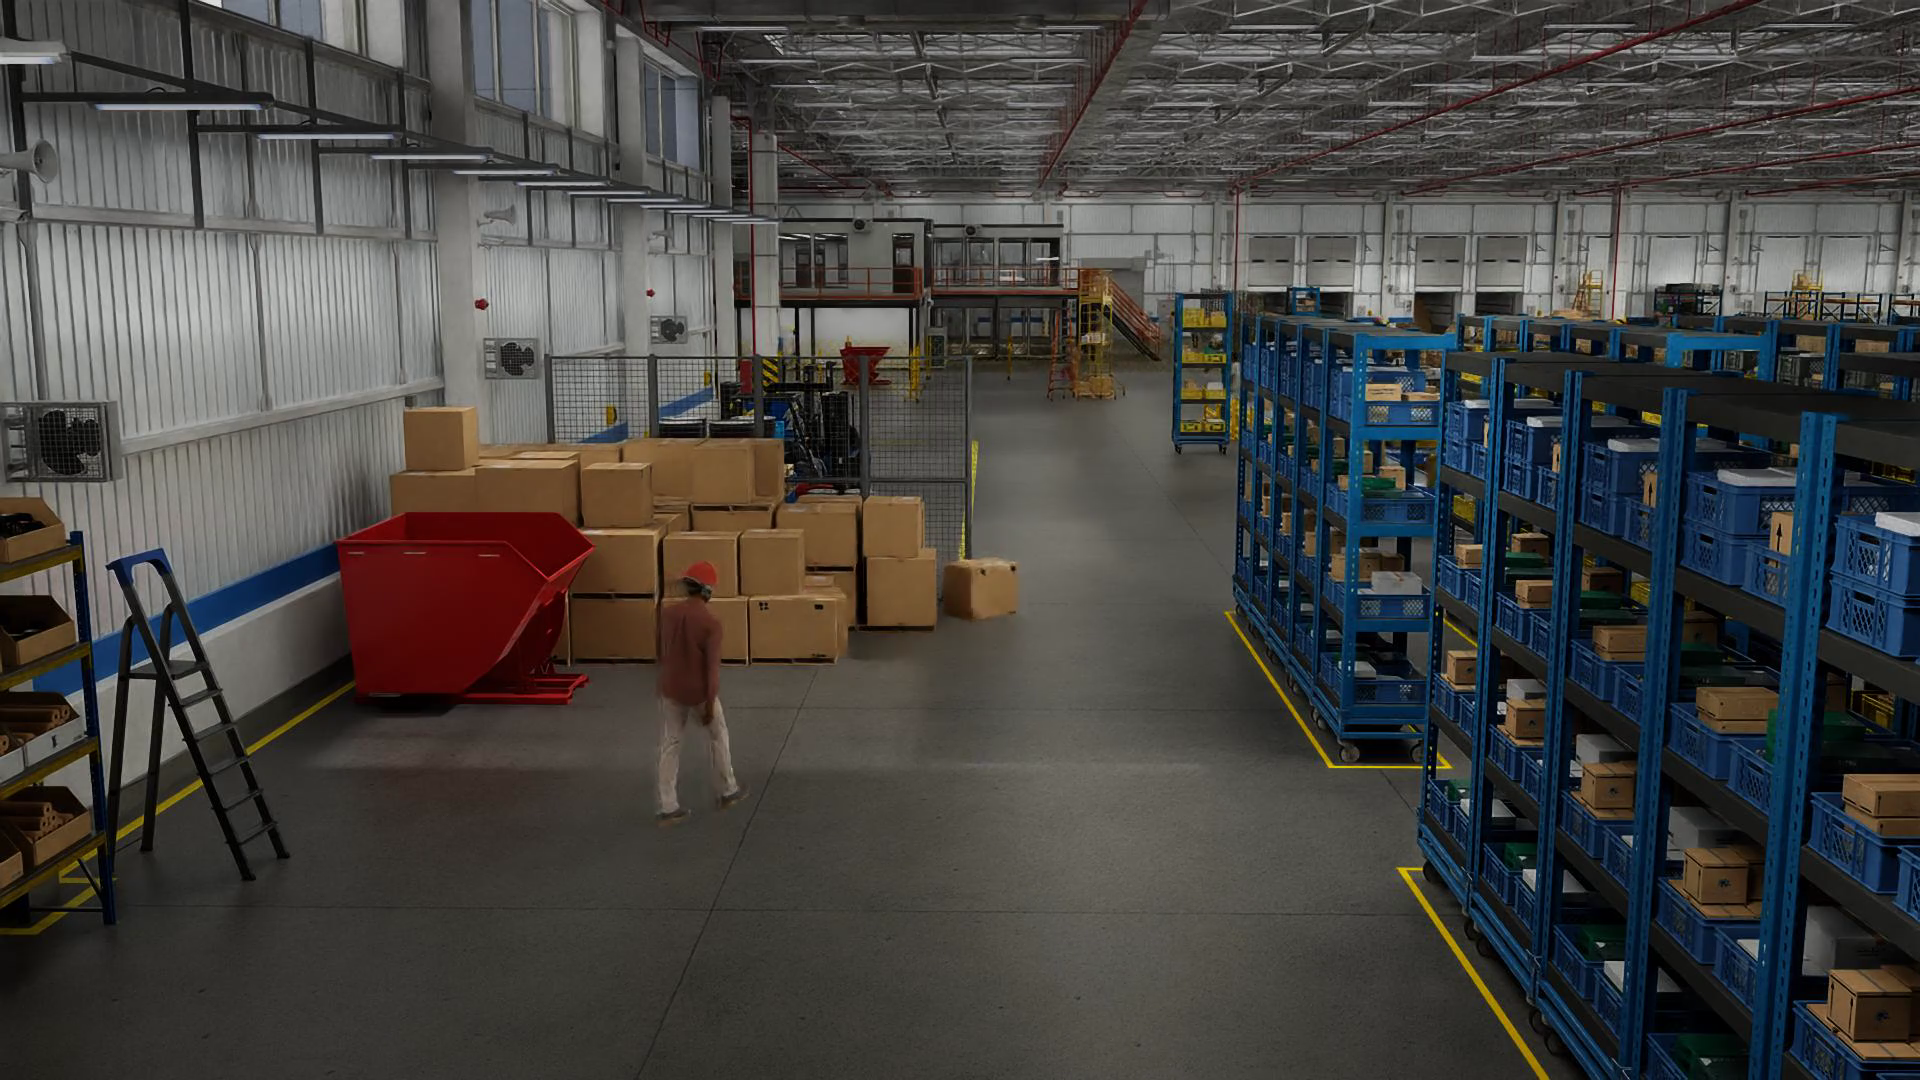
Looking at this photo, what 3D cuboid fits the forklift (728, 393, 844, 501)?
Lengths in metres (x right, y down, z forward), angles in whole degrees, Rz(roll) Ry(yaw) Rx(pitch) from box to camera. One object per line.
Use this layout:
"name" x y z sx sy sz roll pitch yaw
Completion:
"forklift" -2.979 -1.316 26.476 2.680 1.987 1.157 0 9 1

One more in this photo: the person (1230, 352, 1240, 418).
"person" 7.673 -4.316 46.335 0.450 1.855 0.556 8 12 42

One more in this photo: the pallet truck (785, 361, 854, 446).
"pallet truck" -3.410 -3.193 38.978 1.885 1.965 0.823 0 9 -1

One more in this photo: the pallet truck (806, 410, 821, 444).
"pallet truck" -3.559 -2.018 33.905 1.522 1.261 0.704 0 9 -1

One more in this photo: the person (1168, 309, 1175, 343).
"person" 12.066 -12.165 94.613 0.417 1.911 0.595 0 9 0

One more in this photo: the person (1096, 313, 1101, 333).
"person" 7.697 -11.924 93.639 0.747 1.741 0.528 -7 12 -37

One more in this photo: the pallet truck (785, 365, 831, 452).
"pallet truck" -3.774 -2.976 37.635 1.885 1.965 0.823 1 9 5

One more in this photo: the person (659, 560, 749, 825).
"person" -1.971 1.120 12.543 0.616 1.938 0.962 5 10 26

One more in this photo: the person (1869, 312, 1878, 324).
"person" 50.147 -11.593 91.207 0.736 1.867 0.589 -7 11 -36

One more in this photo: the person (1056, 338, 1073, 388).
"person" 3.654 -6.168 58.111 0.722 1.741 0.543 2 10 15

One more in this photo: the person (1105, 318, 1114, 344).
"person" 8.331 -11.798 92.611 0.598 1.828 0.631 -6 11 -32

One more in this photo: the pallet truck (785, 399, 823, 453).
"pallet truck" -3.814 -2.432 36.419 1.630 1.274 0.653 0 9 1

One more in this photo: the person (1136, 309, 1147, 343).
"person" 9.888 -11.581 90.725 0.619 1.994 0.381 1 9 5

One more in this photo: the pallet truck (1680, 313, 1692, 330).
"pallet truck" 36.315 -10.531 84.244 0.823 1.965 1.885 -6 11 -33

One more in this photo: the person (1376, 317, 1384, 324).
"person" 18.832 -9.049 75.027 0.453 2.022 0.618 -2 9 -11

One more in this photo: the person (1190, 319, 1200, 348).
"person" 12.495 -11.172 88.429 0.555 1.922 0.722 1 9 5

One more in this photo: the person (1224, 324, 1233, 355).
"person" 11.019 -7.924 68.343 0.354 1.939 0.544 -1 9 -6

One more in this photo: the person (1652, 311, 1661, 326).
"person" 36.485 -11.027 87.381 0.651 1.971 0.639 0 9 -1

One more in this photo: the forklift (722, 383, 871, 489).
"forklift" -2.893 -1.687 28.729 2.680 1.987 1.157 0 9 -1

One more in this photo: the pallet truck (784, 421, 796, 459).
"pallet truck" -4.013 -1.793 32.705 1.601 1.201 0.680 0 9 1

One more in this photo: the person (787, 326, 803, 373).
"person" -6.590 -7.666 66.820 0.680 1.909 0.602 0 9 -2

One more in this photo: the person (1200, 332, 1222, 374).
"person" 10.155 -7.640 66.275 1.035 2.000 0.689 3 10 18
